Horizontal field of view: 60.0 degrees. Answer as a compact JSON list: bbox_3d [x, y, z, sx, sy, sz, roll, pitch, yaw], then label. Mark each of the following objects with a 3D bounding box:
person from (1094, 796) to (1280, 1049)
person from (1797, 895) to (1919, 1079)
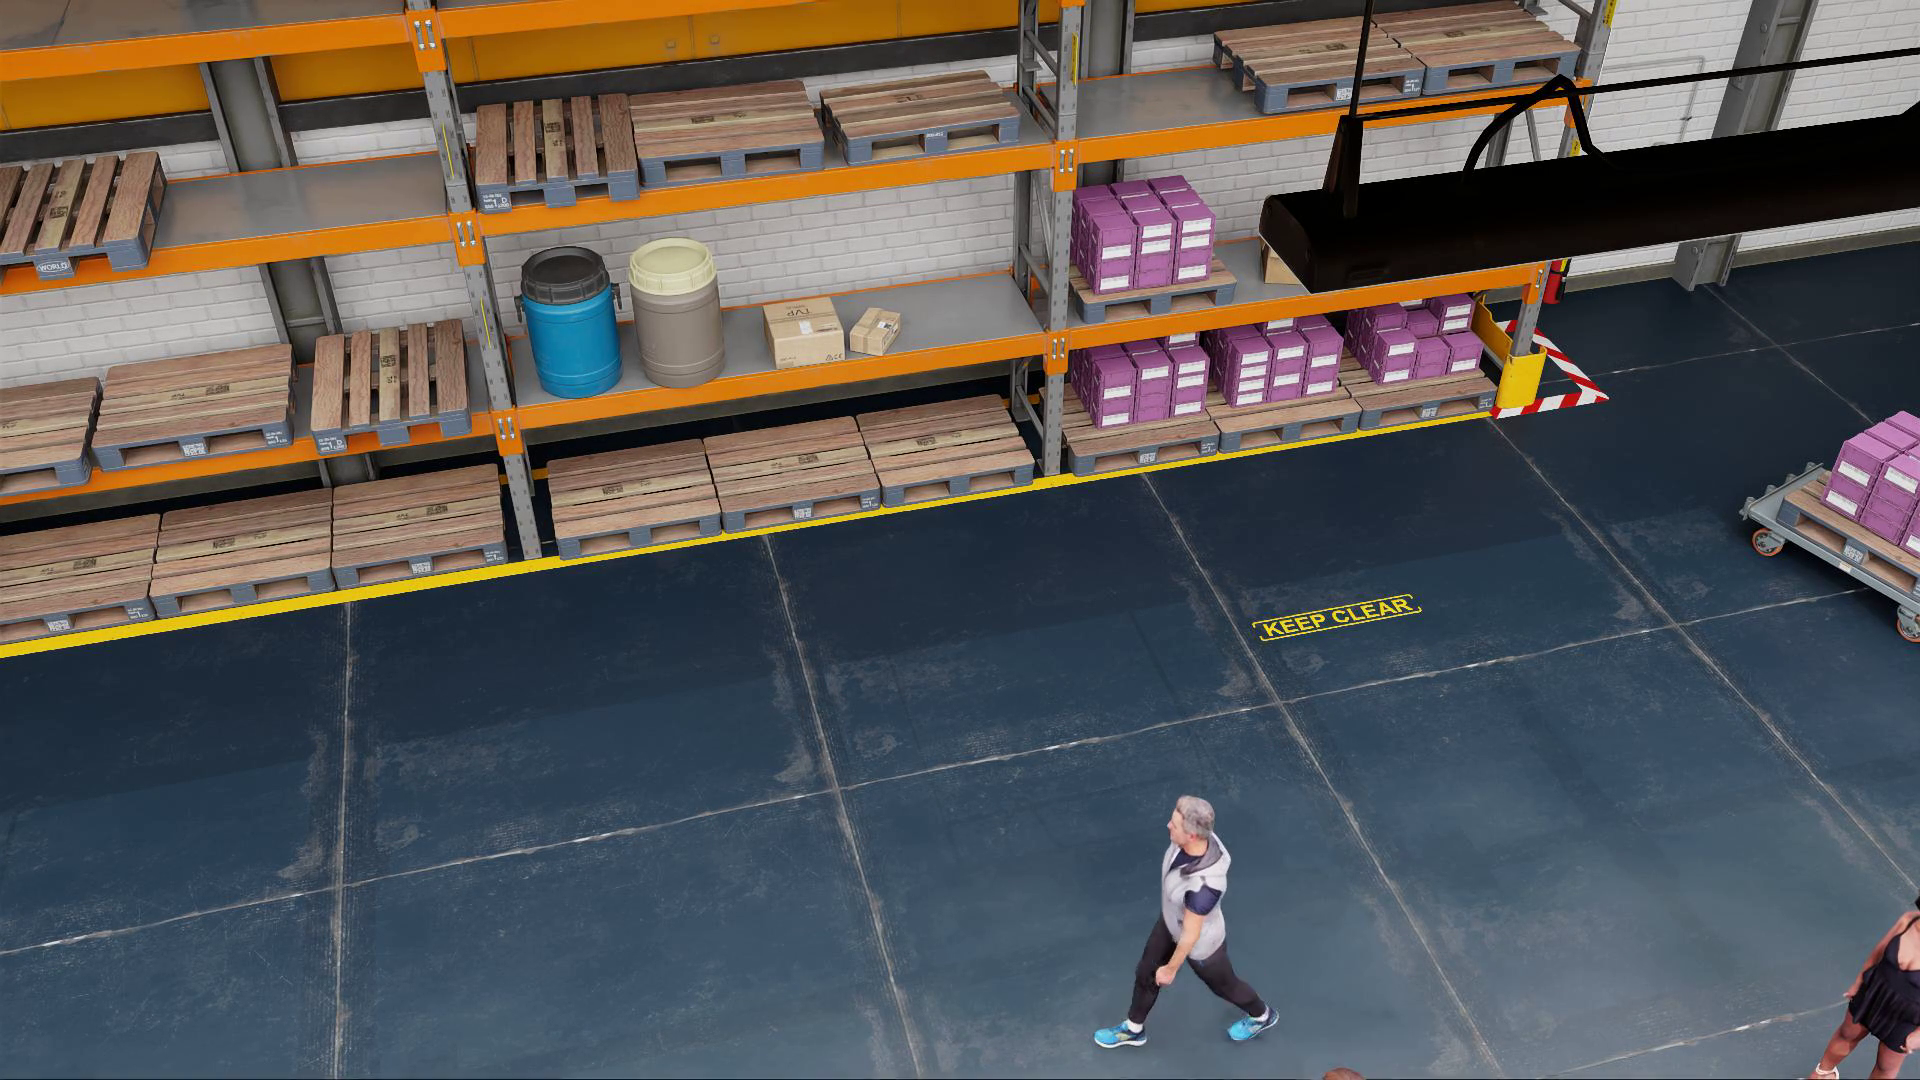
[{"bbox_3d":[1.284,2.011,8.467,1.226,1.773,0.732,-7,39,-9],"label":"person"},{"bbox_3d":[4.555,2.279,8.118,0.603,1.789,0.606,-19,42,-22],"label":"person"}]
